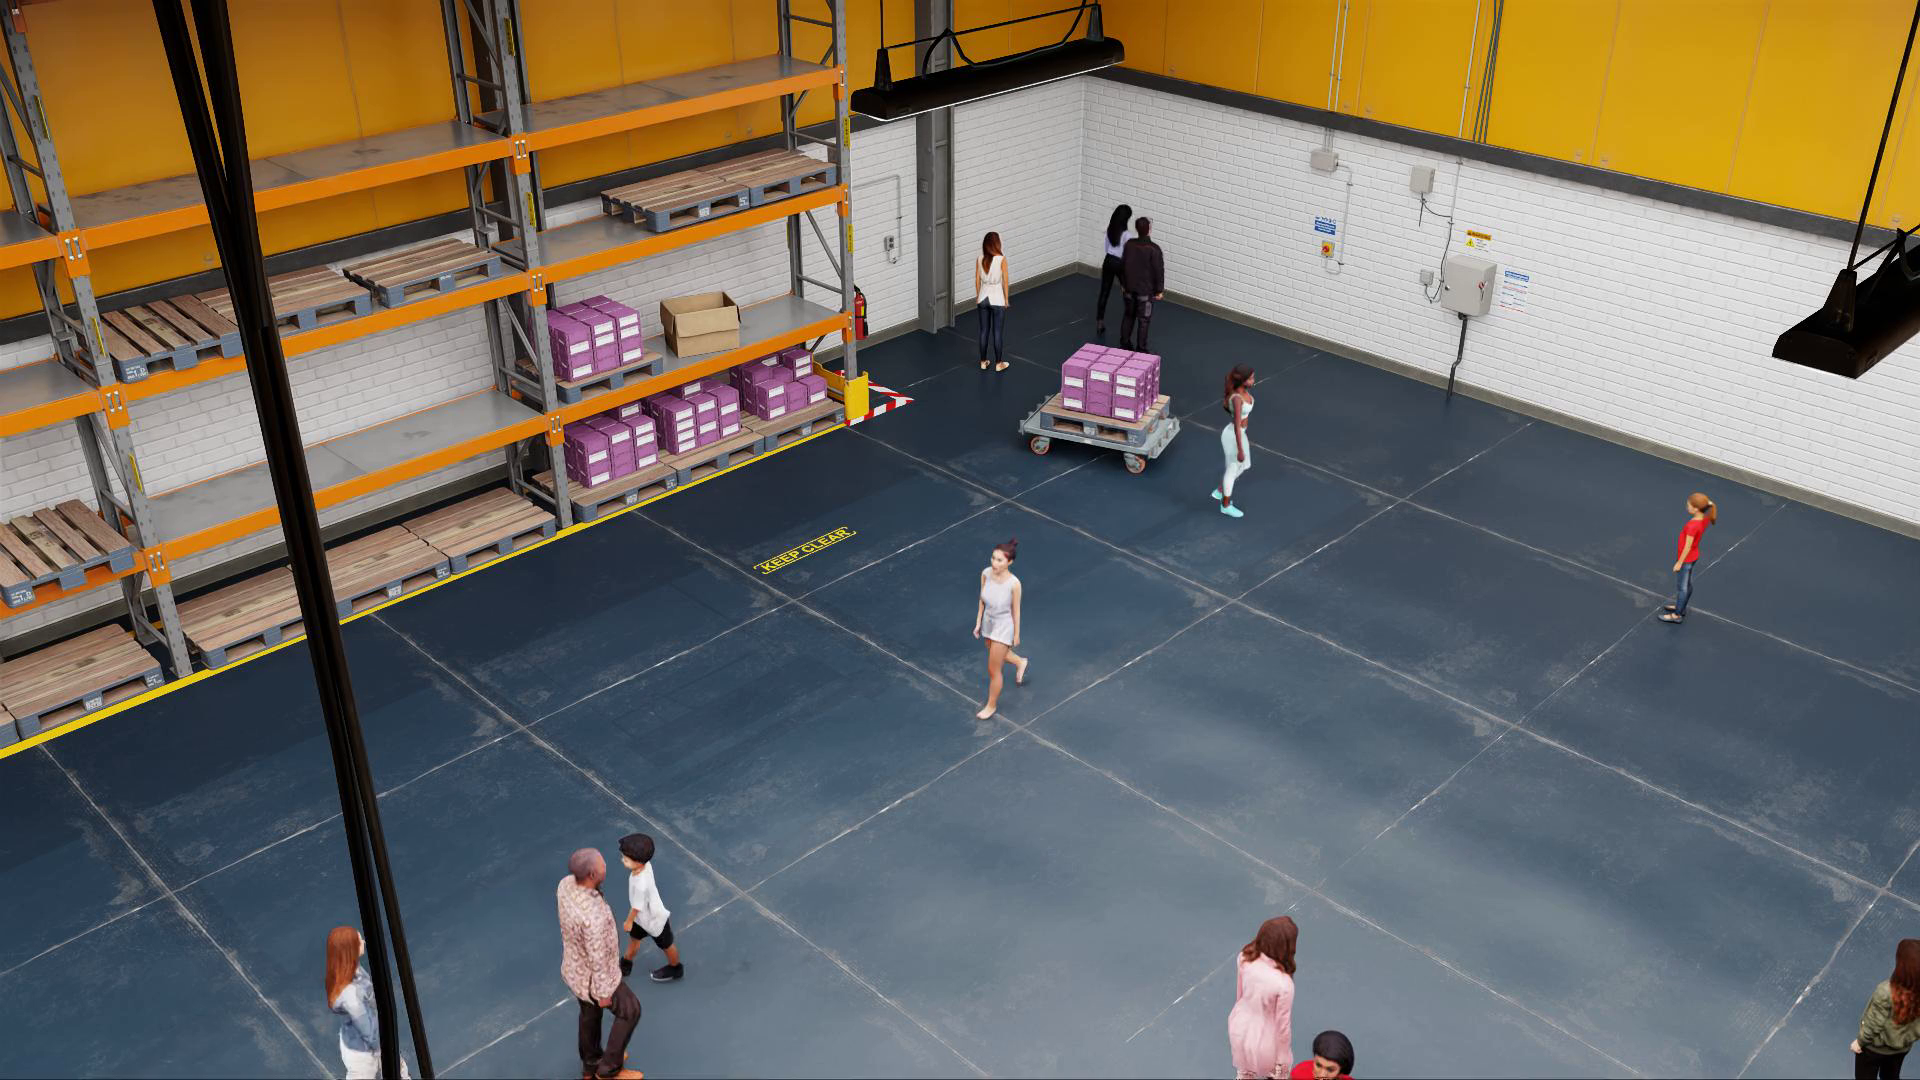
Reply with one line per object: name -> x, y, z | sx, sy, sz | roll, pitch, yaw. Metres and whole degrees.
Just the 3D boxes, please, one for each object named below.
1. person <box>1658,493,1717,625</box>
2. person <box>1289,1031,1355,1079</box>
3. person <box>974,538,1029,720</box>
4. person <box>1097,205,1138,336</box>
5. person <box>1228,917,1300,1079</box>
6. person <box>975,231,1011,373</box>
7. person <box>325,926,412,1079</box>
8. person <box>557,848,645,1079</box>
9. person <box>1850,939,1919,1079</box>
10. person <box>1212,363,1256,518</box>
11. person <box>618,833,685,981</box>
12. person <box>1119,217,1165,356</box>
person -> 6.766, 0.161, 15.434 | 0.566, 1.307, 0.464 | 20, 35, 33
person -> 1.966, 3.353, 9.132 | 0.610, 1.738, 0.598 | 17, 33, 28
person -> 0.382, 0.710, 14.143 | 0.563, 1.580, 0.955 | 26, 38, 38
person -> 1.979, -3.489, 21.718 | 0.735, 1.698, 1.119 | 19, 34, 31
person -> 1.693, 2.979, 9.765 | 0.649, 1.789, 0.625 | -25, 37, -38
person -> 0.387, -2.962, 20.661 | 0.657, 1.785, 0.635 | 12, 31, 22
person -> -3.616, 3.024, 9.814 | 1.208, 1.664, 0.935 | -10, 30, -18
person -> -2.353, 2.691, 10.292 | 0.665, 1.790, 0.721 | -19, 34, -30
person -> 5.601, 3.012, 10.031 | 0.615, 1.476, 0.718 | -6, 29, -11
person -> 2.781, -1.045, 17.214 | 0.762, 1.720, 0.674 | 9, 30, 16
person -> -2.034, 2.497, 11.227 | 0.858, 1.235, 0.724 | -6, 29, -11
person -> 2.262, -3.190, 21.019 | 0.770, 1.841, 0.621 | 22, 36, 35
